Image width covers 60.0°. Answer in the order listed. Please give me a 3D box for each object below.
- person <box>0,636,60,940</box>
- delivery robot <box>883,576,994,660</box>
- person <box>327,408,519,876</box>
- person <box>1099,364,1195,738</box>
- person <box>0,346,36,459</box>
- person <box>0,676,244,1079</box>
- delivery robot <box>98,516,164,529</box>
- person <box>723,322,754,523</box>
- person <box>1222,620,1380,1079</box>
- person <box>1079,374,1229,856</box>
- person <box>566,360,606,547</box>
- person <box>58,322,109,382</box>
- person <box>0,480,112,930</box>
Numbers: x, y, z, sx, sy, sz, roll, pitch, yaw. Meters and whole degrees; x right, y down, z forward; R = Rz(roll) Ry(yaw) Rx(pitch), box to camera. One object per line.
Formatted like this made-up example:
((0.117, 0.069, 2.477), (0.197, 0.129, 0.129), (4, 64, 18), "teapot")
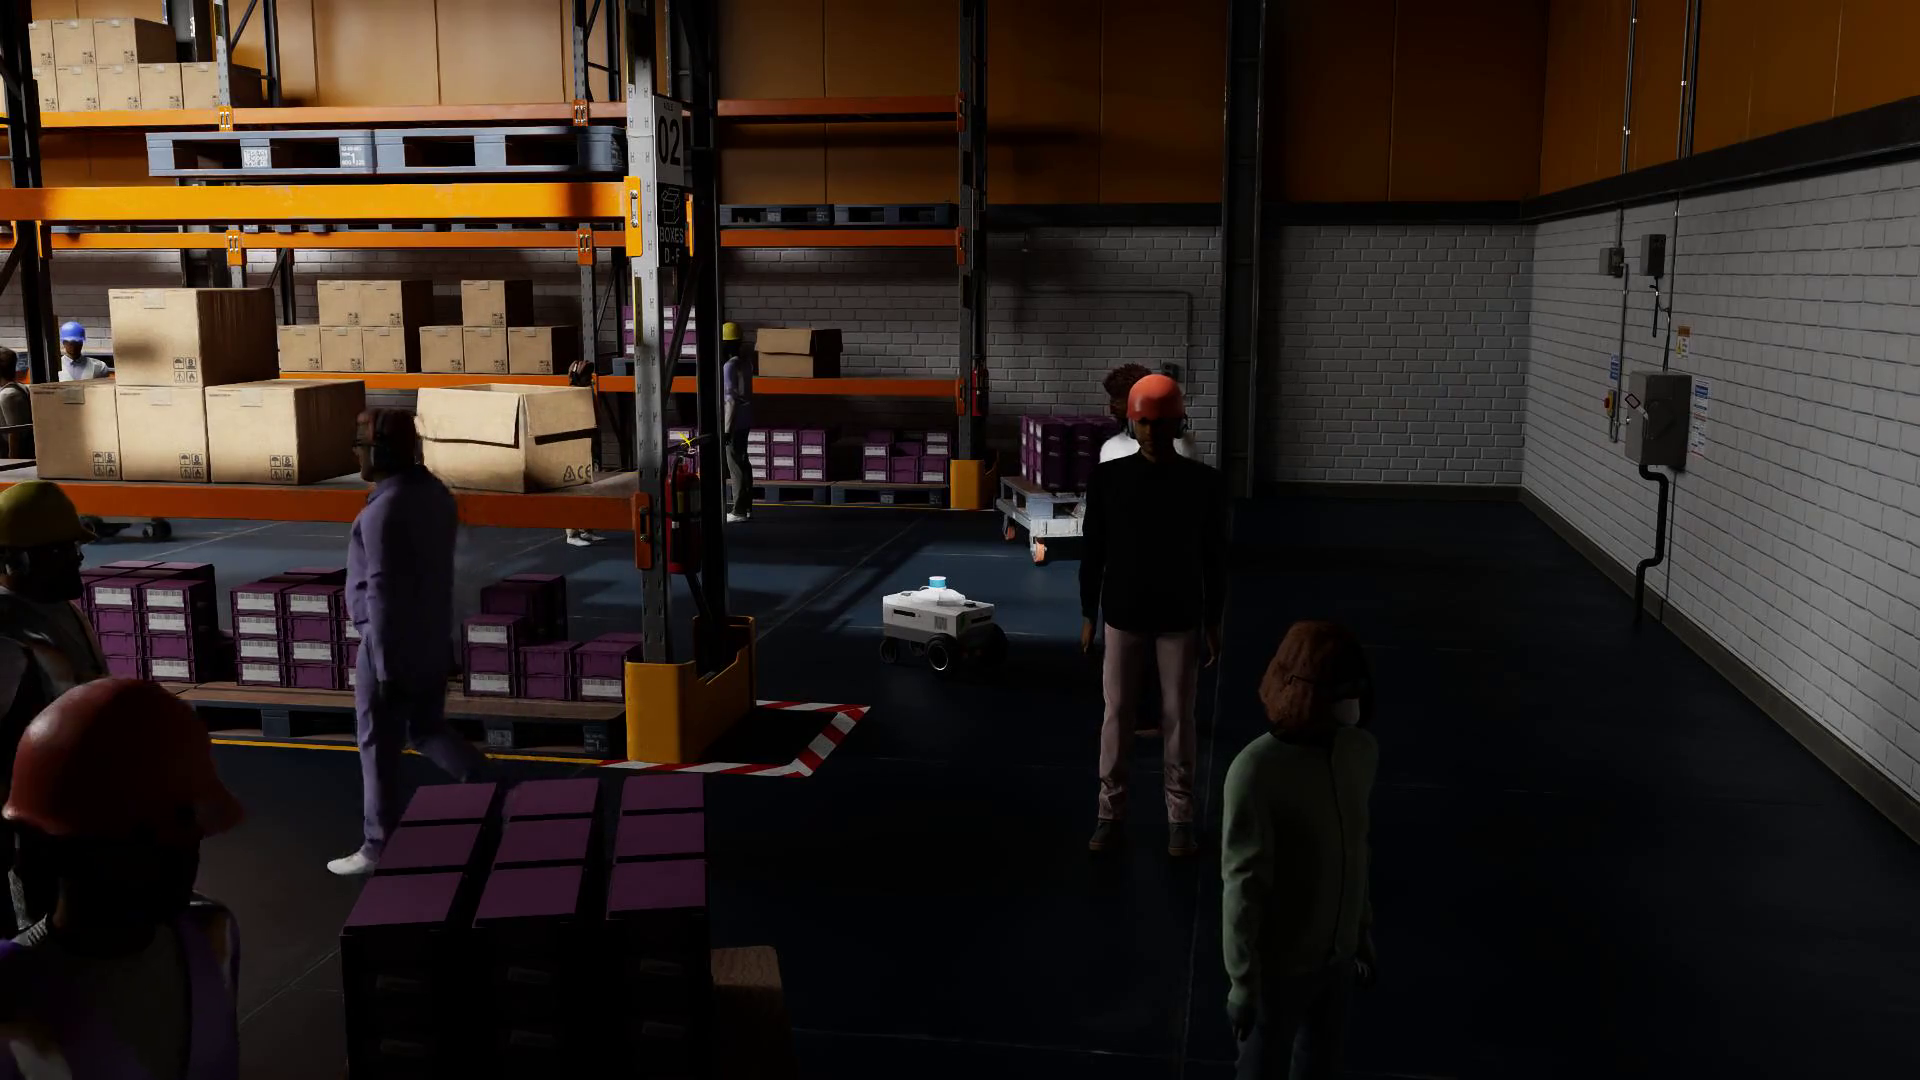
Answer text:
((-2.369, 0.849, 3.798), (0.599, 1.917, 0.376), (-3, 10, -20), "person")
((-0.136, 0.465, 10.107), (0.707, 0.478, 0.477), (8, 12, 41), "delivery robot")
((-2.152, 0.414, 6.585), (0.714, 1.890, 0.654), (1, 9, 7), "person")
((0.976, 0.061, 8.634), (0.666, 1.944, 0.414), (-7, 11, -36), "person")
((-7.297, -0.573, 12.852), (0.326, 1.842, 0.516), (-3, 10, -19), "person")
((-1.104, 1.114, 2.259), (1.016, 1.883, 0.565), (3, 10, 19), "person")
((-7.502, -0.308, 14.900), (0.707, 0.478, 0.477), (-1, 9, -6), "delivery robot")
((-2.175, -1.122, 15.995), (0.368, 1.926, 0.594), (1, 9, 8), "person")
((0.792, 0.982, 3.850), (0.507, 1.631, 0.266), (-8, 12, -40), "person")
((0.794, 0.314, 6.881), (0.611, 1.995, 0.380), (2, 9, 9), "person")
((-3.344, -0.772, 14.709), (0.313, 1.642, 0.513), (2, 9, 14), "person")
((-8.232, -1.057, 15.523), (0.605, 1.950, 0.380), (-7, 11, -35), "person")
((-2.573, 0.739, 4.742), (0.404, 1.831, 0.600), (-2, 9, -14), "person")
